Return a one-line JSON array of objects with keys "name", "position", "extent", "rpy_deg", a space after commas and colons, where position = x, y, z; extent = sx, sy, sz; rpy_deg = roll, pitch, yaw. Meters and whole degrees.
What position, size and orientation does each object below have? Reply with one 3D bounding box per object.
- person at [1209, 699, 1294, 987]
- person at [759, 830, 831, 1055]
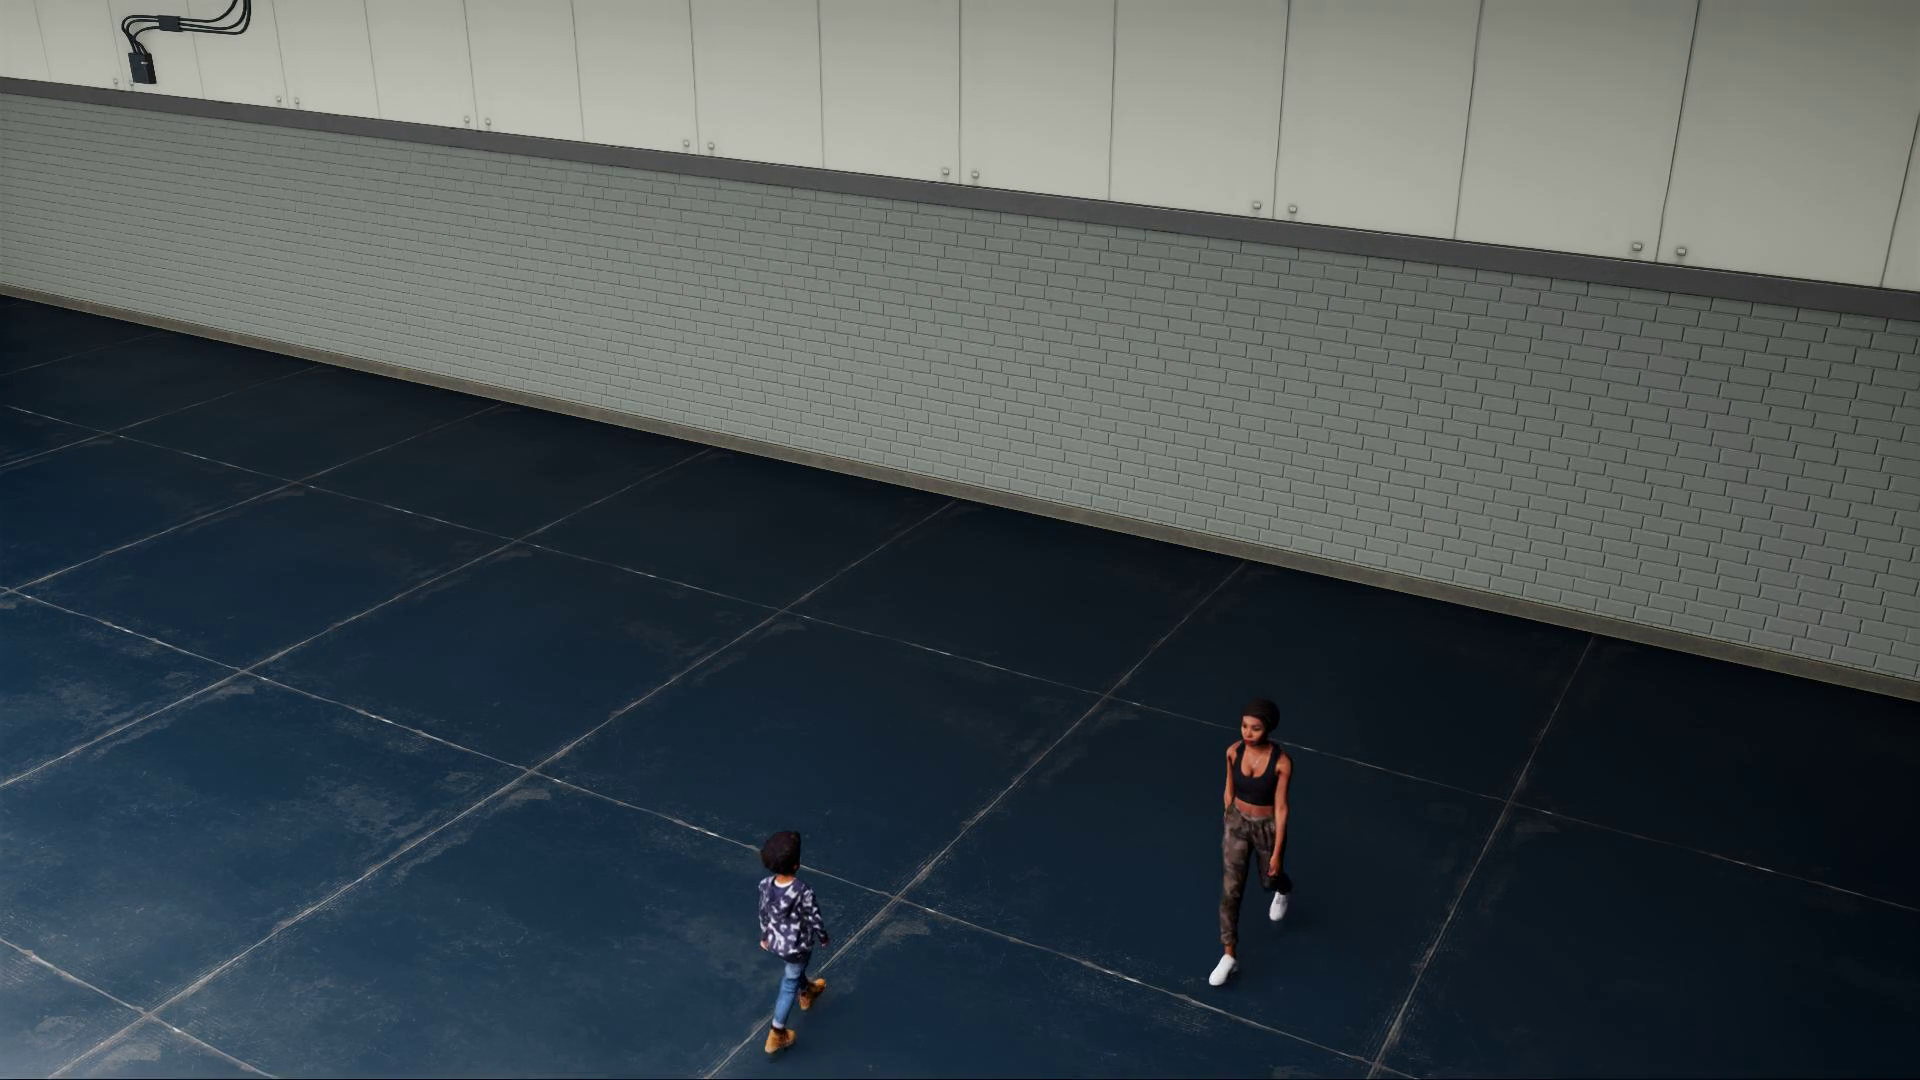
[{"name": "person", "position": [1.712, 1.632, 9.376], "extent": [0.603, 1.676, 1.100], "rpy_deg": [14, 27, 30]}, {"name": "person", "position": [-0.918, 2.130, 8.783], "extent": [0.516, 1.225, 0.851], "rpy_deg": [14, 27, 30]}]
